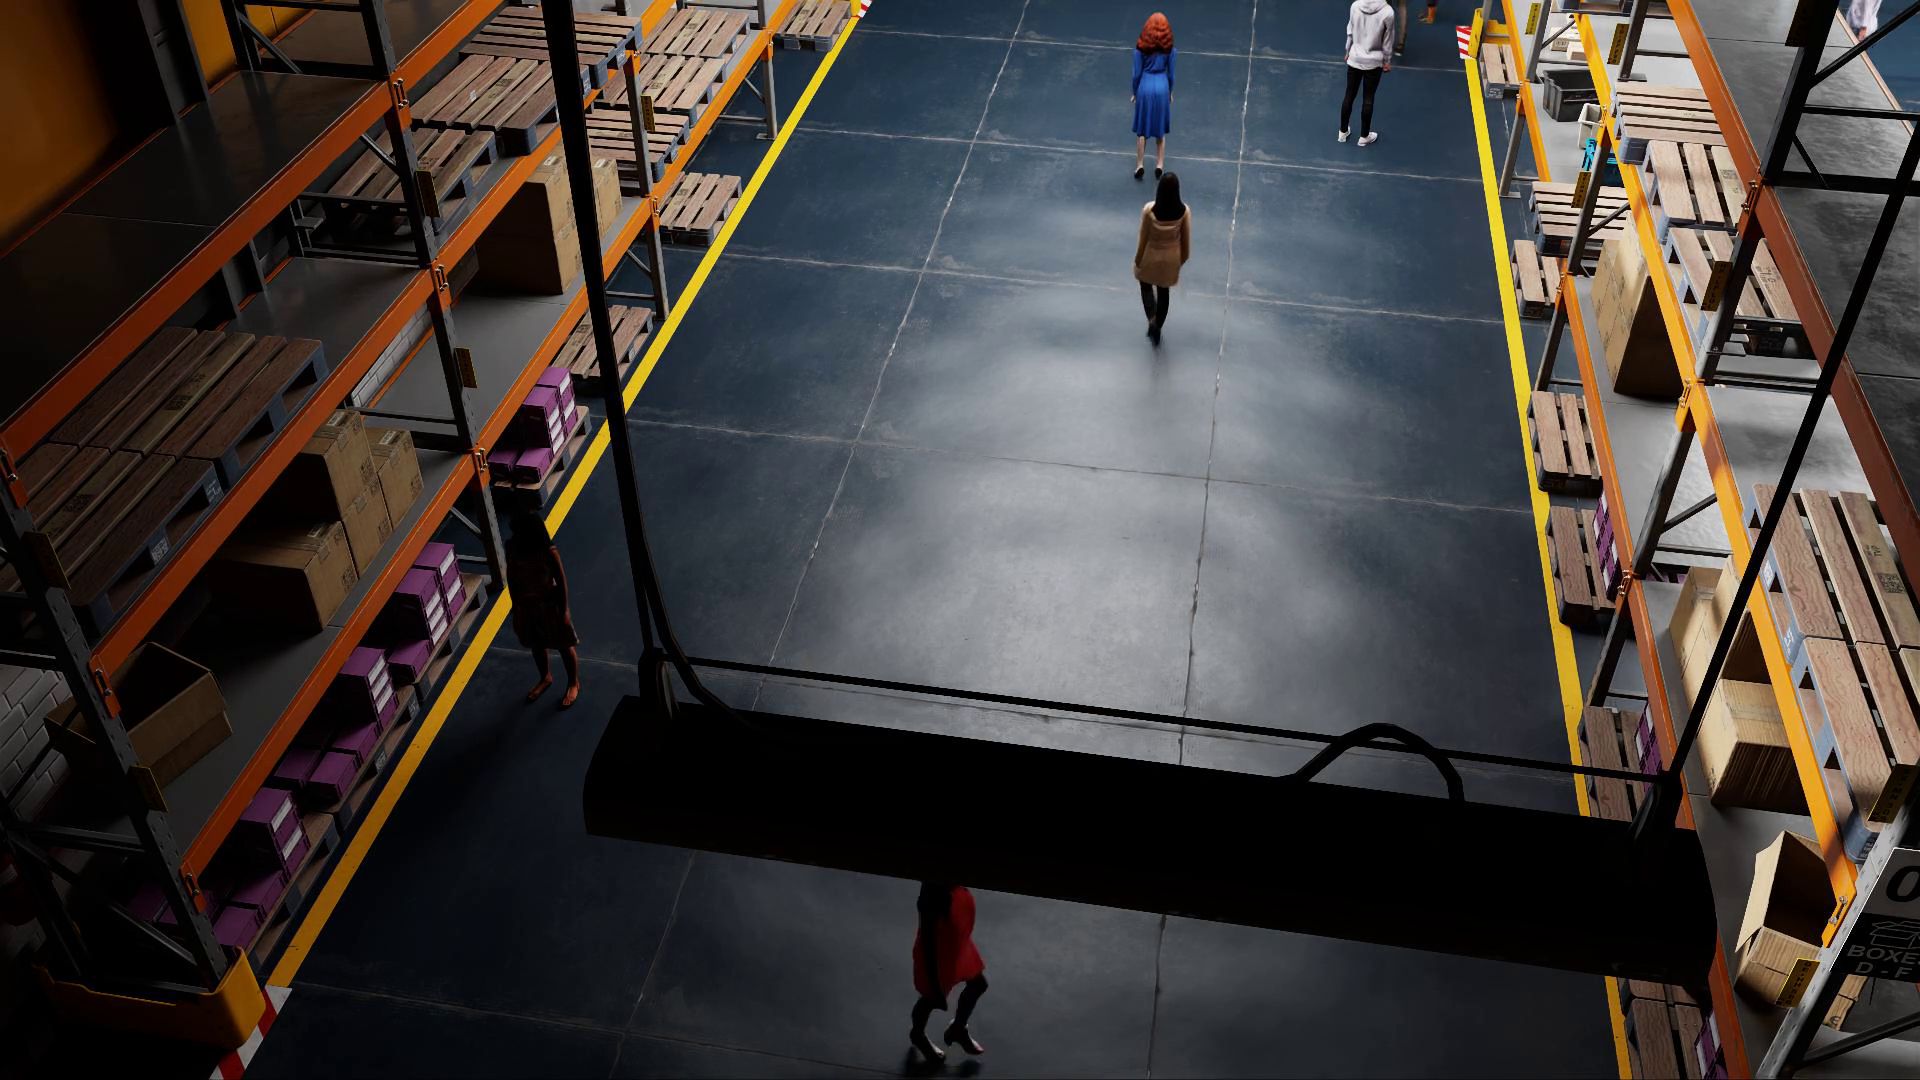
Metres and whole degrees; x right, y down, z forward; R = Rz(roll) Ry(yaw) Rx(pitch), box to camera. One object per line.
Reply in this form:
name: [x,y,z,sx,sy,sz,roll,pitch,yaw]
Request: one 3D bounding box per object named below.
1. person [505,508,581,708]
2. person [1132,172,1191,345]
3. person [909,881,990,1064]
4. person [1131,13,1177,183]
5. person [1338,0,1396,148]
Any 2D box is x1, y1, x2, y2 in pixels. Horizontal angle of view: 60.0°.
person: [-2.851,0.434,11.342,0.674,1.644,0.563,11,40,13]
person: [1.817,-2.477,14.965,0.744,1.671,0.757,-2,39,-3]
person: [-0.175,2.221,8.970,0.775,1.810,0.684,16,41,19]
person: [2.031,-4.668,17.582,0.647,1.828,0.628,-1,39,-1]
person: [4.465,-5.297,18.287,0.766,1.930,0.734,21,43,24]
